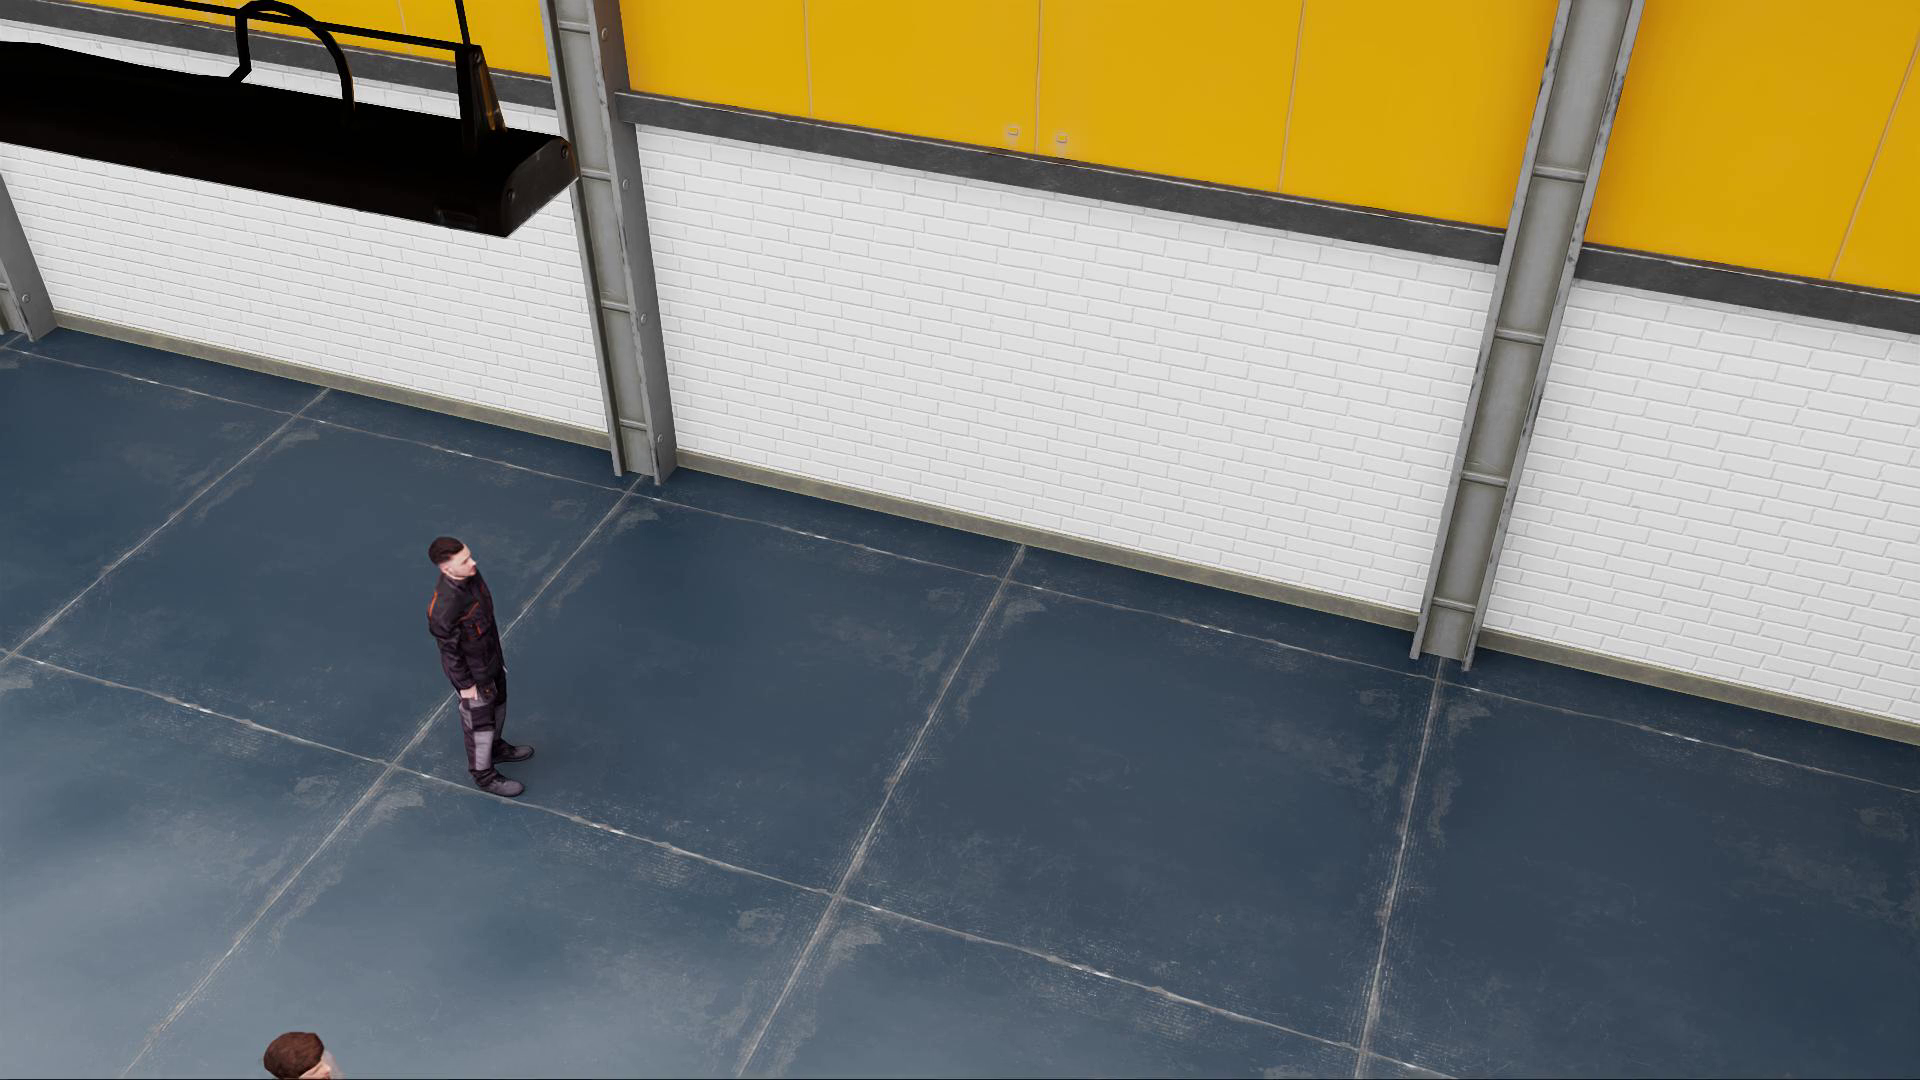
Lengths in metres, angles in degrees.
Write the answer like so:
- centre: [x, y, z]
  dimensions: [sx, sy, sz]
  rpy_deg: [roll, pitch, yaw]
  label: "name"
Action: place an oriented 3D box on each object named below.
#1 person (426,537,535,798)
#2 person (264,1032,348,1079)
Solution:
- centre: [-2.848, 0.700, 9.707]
  dimensions: [0.744, 1.857, 0.791]
  rpy_deg: [0, 39, 0]
  label: "person"
- centre: [-2.672, 2.722, 7.137]
  dimensions: [0.731, 1.903, 0.771]
  rpy_deg: [-4, 39, -5]
  label: "person"
